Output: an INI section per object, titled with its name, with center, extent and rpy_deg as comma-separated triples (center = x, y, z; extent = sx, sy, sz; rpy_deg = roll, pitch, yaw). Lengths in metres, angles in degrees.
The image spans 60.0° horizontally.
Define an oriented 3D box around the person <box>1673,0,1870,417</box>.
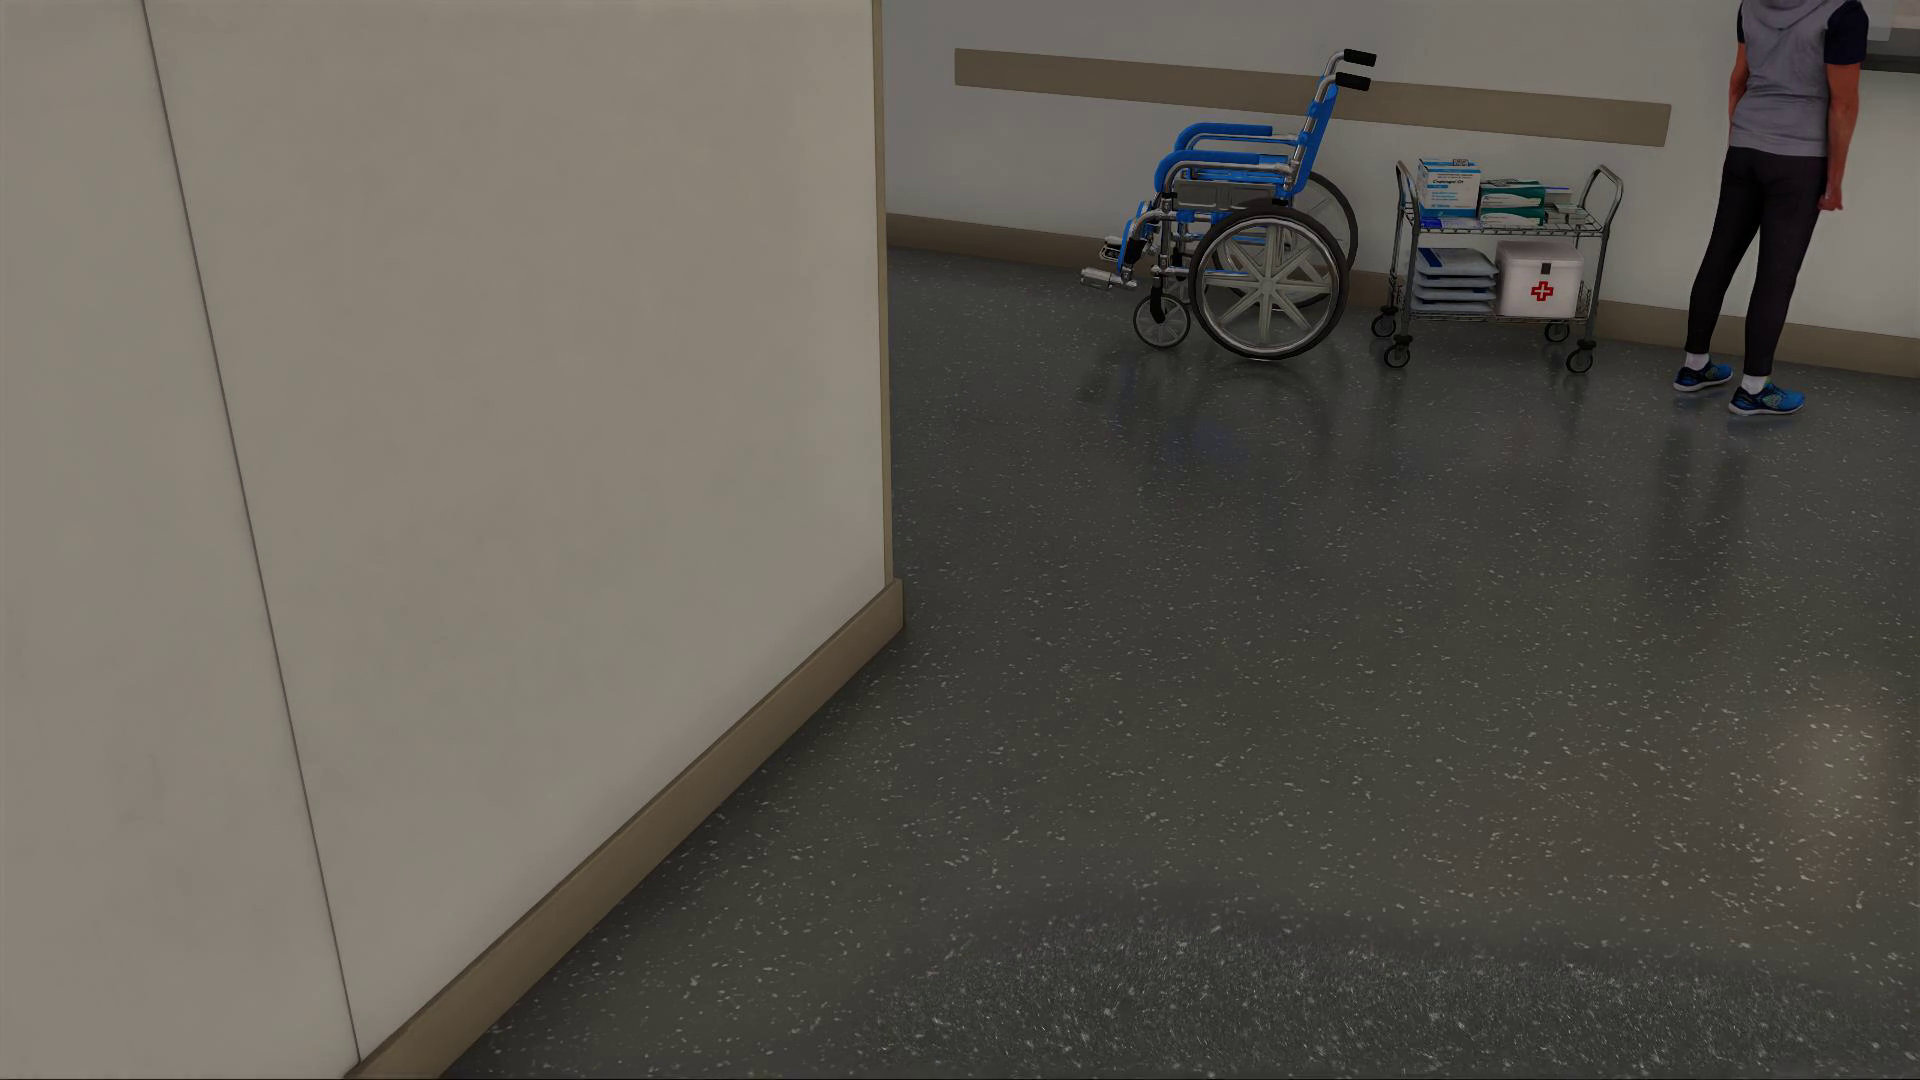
[person]
center = 2.965, -1.378, 6.059
extent = 0.810, 1.827, 0.765
rpy_deg = -10, 28, -21
